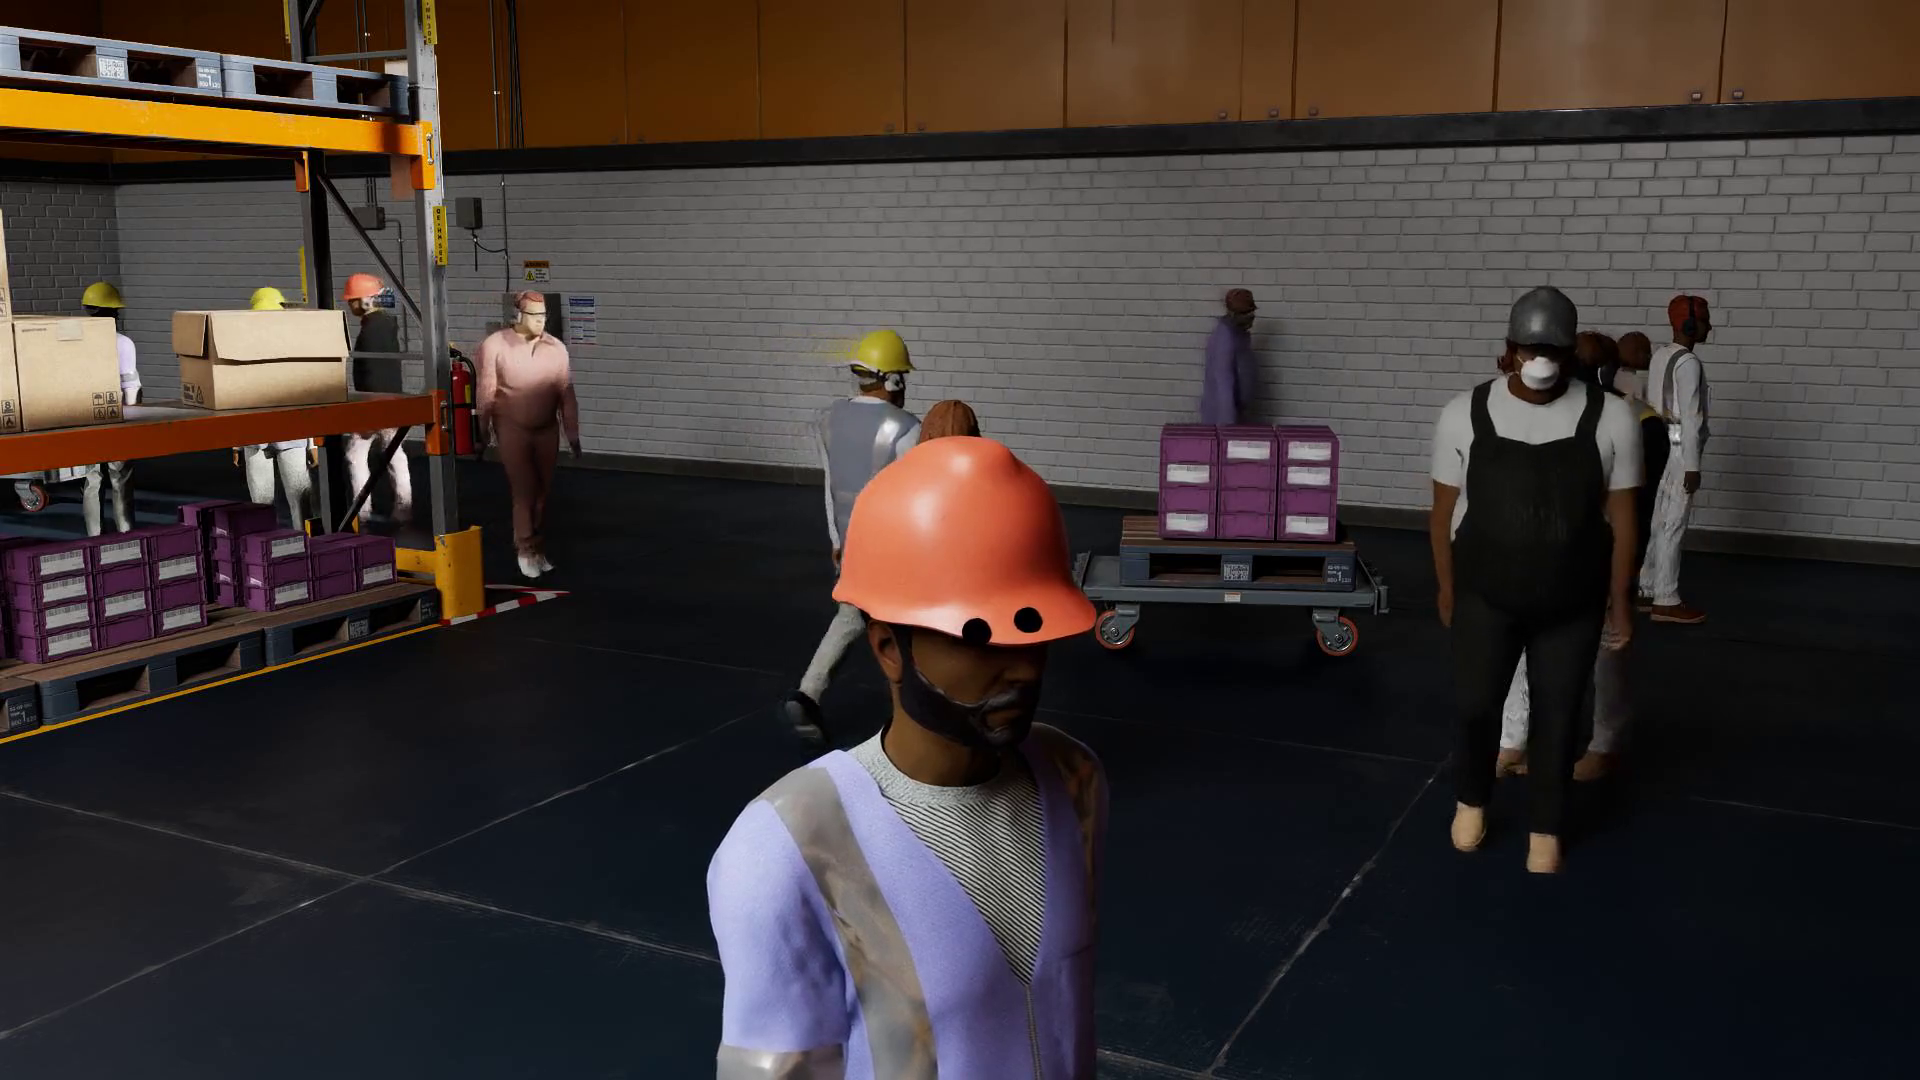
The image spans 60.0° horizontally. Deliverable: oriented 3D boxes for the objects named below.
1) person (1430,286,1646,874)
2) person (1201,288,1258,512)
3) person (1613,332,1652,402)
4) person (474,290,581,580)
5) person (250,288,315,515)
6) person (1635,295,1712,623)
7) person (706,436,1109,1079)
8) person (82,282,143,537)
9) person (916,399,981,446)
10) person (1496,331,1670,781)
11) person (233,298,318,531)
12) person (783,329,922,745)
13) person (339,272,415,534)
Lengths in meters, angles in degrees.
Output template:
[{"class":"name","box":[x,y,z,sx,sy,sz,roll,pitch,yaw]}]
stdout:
[{"class":"person","box":[1.950,0.138,5.673,0.694,2.000,0.535,3,10,17]},{"class":"person","box":[1.981,-0.942,12.433,0.500,1.867,0.667,4,11,22]},{"class":"person","box":[4.331,-0.566,10.960,0.682,1.612,0.503,1,10,7]},{"class":"person","box":[-2.808,-0.685,10.901,0.725,1.876,0.664,-9,13,-42]},{"class":"person","box":[-4.910,-0.866,11.968,0.853,1.866,0.608,9,13,41]},{"class":"person","box":[4.153,-0.470,9.648,0.344,1.882,0.584,0,10,3]},{"class":"person","box":[-0.004,0.846,1.873,0.356,1.937,0.552,10,14,44]},{"class":"person","box":[-5.850,-0.801,11.443,0.594,1.924,0.382,3,10,15]},{"class":"person","box":[-0.042,0.321,5.842,0.492,1.624,0.310,3,10,19]},{"class":"person","box":[2.407,0.095,6.588,0.763,1.818,0.630,-7,12,-34]},{"class":"person","box":[-4.464,-0.652,10.842,0.593,1.837,0.404,-1,10,-6]},{"class":"person","box":[-0.396,-0.004,7.190,0.603,1.804,0.815,9,13,41]},{"class":"person","box":[-4.514,-1.022,12.580,0.698,1.976,0.661,0,10,-3]}]
